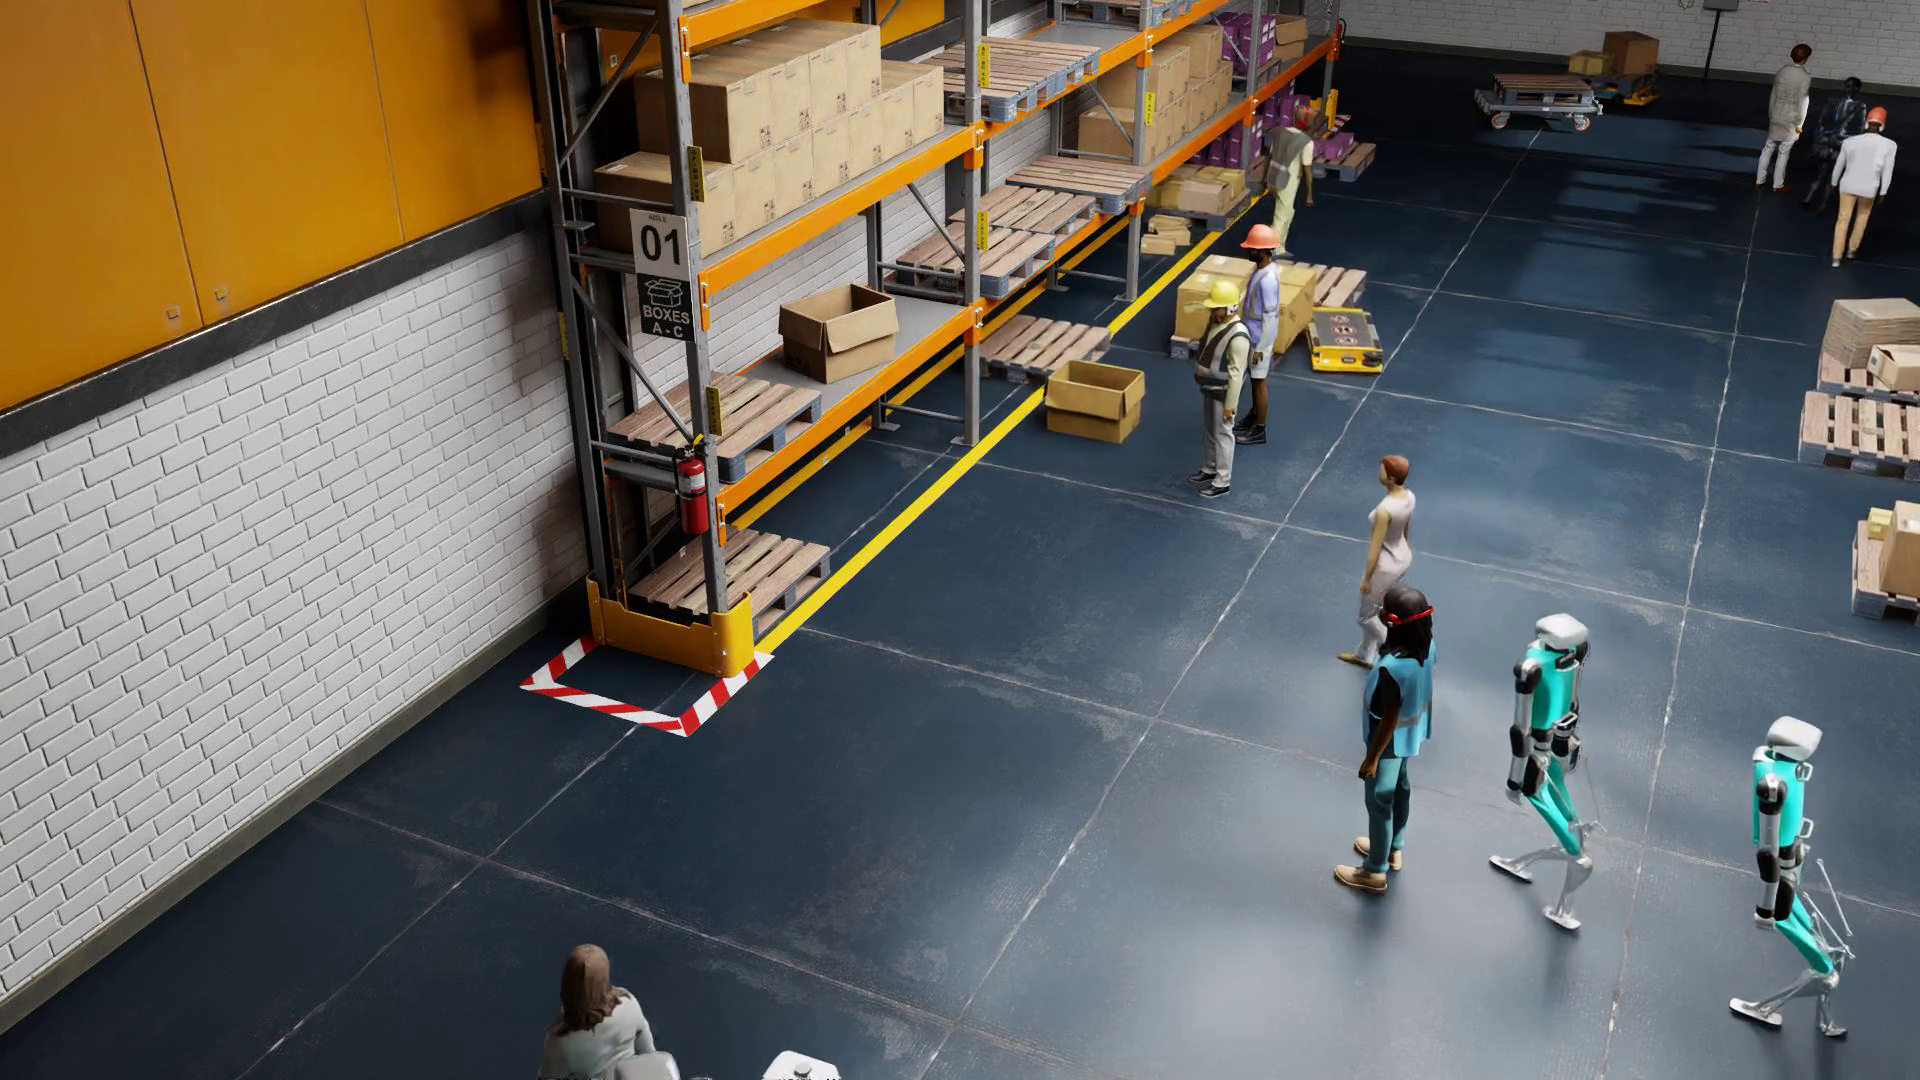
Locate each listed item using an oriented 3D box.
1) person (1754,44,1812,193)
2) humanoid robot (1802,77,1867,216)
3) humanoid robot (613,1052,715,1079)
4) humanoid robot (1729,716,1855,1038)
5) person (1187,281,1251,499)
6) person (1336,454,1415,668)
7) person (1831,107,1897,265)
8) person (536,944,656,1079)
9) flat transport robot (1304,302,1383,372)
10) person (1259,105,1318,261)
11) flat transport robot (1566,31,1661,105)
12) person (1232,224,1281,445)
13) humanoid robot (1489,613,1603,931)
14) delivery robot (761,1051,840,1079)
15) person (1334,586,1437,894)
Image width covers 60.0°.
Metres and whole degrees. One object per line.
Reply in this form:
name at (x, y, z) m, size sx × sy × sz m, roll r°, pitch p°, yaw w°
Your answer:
person at (10.387, -5.294, 20.901) m, size 0.367 × 1.833 × 0.503 m, roll -15°, pitch 32°, yaw -26°
humanoid robot at (10.518, -4.730, 20.010) m, size 0.390 × 1.643 × 0.613 m, roll -19°, pitch 34°, yaw -31°
humanoid robot at (-1.006, 2.730, 6.097) m, size 0.536 × 1.768 × 0.744 m, roll -14°, pitch 31°, yaw -24°
humanoid robot at (4.136, 1.757, 8.016) m, size 0.864 × 1.859 × 0.531 m, roll 17°, pitch 33°, yaw 28°
person at (2.081, -1.217, 13.352) m, size 0.403 × 1.824 × 0.591 m, roll -6°, pitch 29°, yaw -11°
person at (2.832, 0.208, 10.900) m, size 0.588 × 1.641 × 0.438 m, roll 22°, pitch 35°, yaw 35°
person at (10.033, -3.966, 18.535) m, size 0.594 × 1.723 × 0.734 m, roll 15°, pitch 32°, yaw 26°
person at (-1.530, 2.358, 6.907) m, size 0.509 × 1.641 × 0.457 m, roll 12°, pitch 31°, yaw 21°
flat transport robot at (3.767, -2.004, 16.445) m, size 0.659 × 0.231 × 1.431 m, roll 3°, pitch 28°, yaw 5°
person at (3.600, -3.863, 18.272) m, size 0.703 × 1.802 × 0.577 m, roll -13°, pitch 31°, yaw -23°
flat transport robot at (9.938, -6.925, 25.569) m, size 1.431 × 0.231 × 0.659 m, roll 22°, pitch 35°, yaw 35°
person at (2.522, -1.752, 14.222) m, size 0.371 × 1.934 × 0.550 m, roll 2°, pitch 28°, yaw 3°
humanoid robot at (3.258, 1.293, 8.807) m, size 0.534 × 1.774 × 0.865 m, roll -21°, pitch 35°, yaw -34°
delivery robot at (-0.822, 2.694, 7.438) m, size 0.518 × 0.601 × 0.772 m, roll 11°, pitch 30°, yaw 20°
person at (2.346, 1.089, 9.025) m, size 0.371 × 1.864 × 0.541 m, roll 19°, pitch 34°, yaw 31°
